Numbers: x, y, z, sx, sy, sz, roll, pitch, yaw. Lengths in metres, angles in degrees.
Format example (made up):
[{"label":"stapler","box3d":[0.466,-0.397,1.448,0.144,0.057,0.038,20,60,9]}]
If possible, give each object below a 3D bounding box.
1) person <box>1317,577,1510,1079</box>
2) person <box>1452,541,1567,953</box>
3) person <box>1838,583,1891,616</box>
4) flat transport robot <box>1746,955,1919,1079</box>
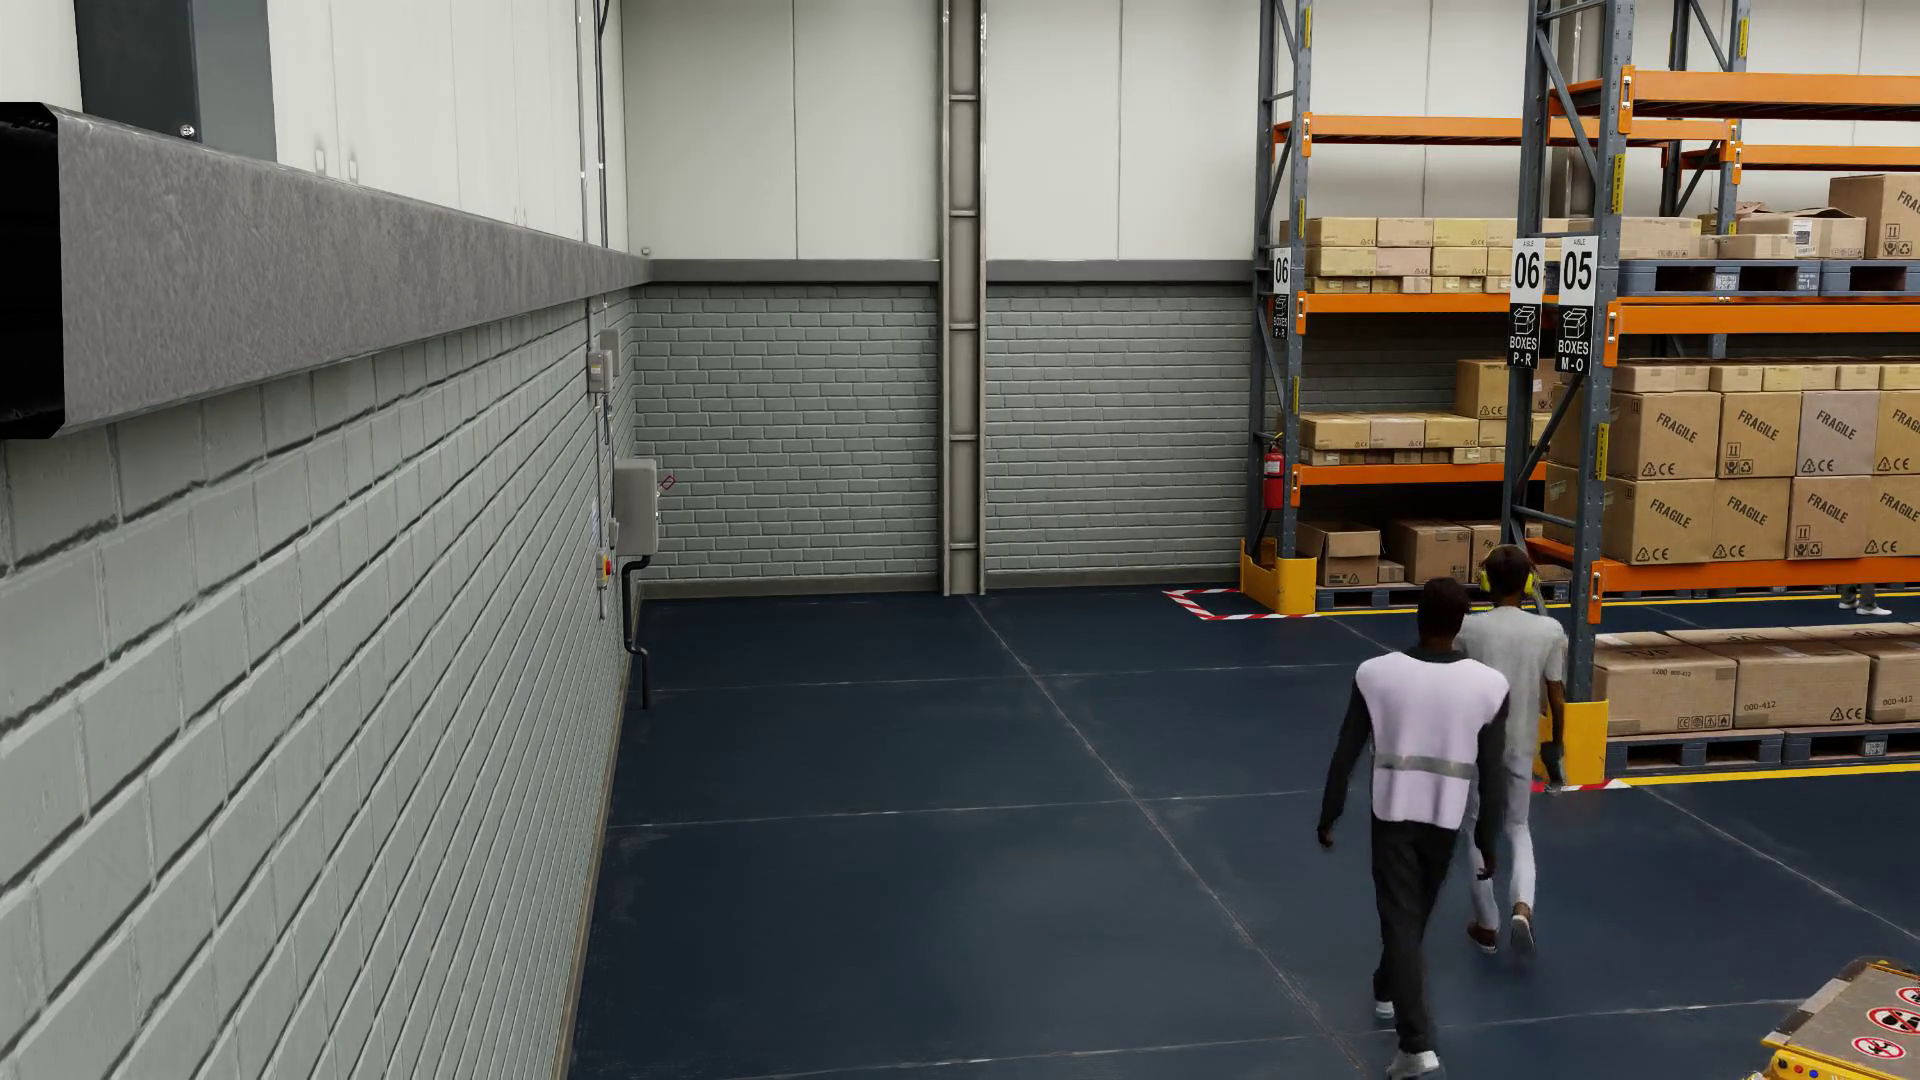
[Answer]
[{"label":"person","box3d":[1.753,1.078,6.419,0.678,1.863,0.994,1,9,8]},{"label":"person","box3d":[2.380,0.938,7.318,0.568,1.848,0.481,1,9,7]},{"label":"person","box3d":[8.060,-0.288,14.664,0.392,1.919,0.582,-2,9,-11]},{"label":"flat transport robot","box3d":[3.479,1.906,6.185,0.652,0.197,1.431,9,13,44]}]
